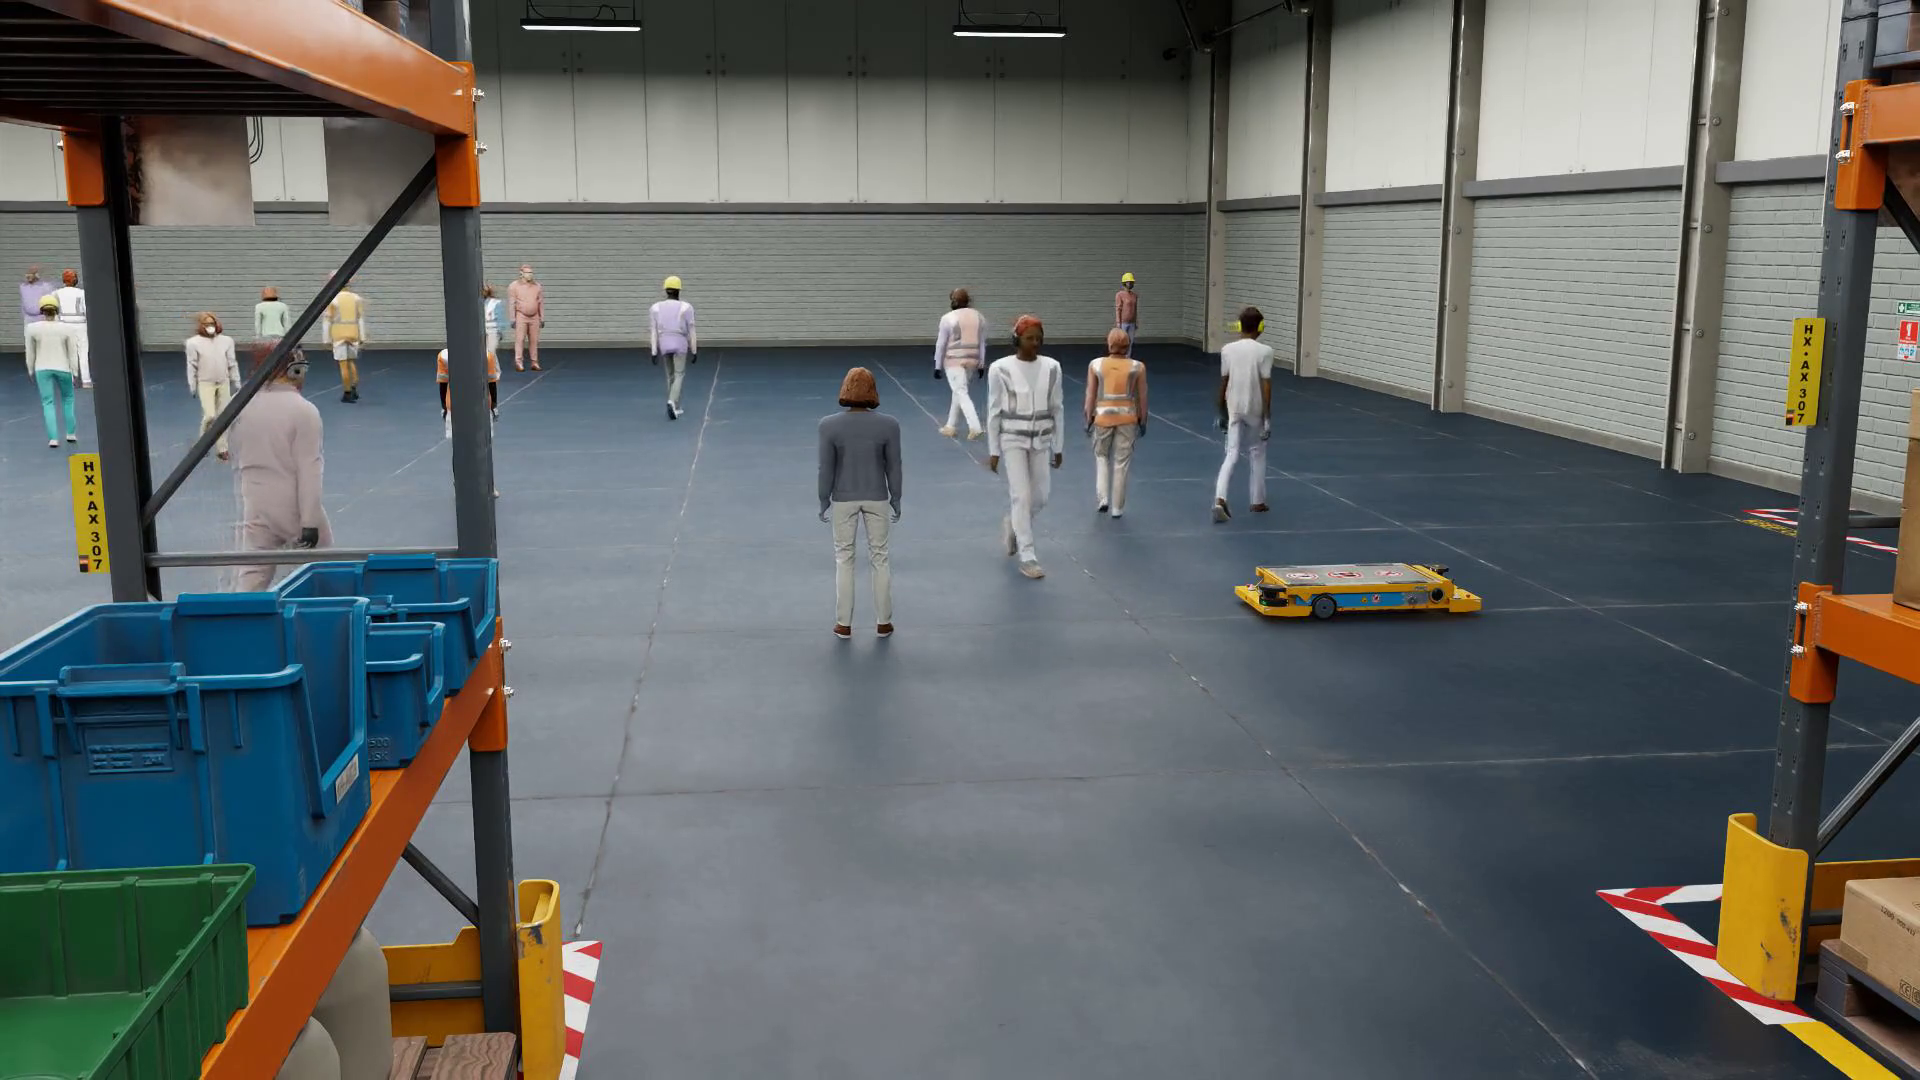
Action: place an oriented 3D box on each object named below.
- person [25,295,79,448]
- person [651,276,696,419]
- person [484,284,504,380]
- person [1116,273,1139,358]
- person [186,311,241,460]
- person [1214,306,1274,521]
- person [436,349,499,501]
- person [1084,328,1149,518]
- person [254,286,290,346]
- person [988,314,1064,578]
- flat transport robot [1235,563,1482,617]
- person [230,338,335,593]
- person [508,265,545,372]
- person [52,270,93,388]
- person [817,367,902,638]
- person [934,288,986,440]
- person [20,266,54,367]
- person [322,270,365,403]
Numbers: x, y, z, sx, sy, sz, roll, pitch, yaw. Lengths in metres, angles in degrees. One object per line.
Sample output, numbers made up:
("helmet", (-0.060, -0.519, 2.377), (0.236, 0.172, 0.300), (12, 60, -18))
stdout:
("person", (-10.475, -1.953, 19.220), (0.539, 1.738, 0.801), (-5, 12, -26))
("person", (-3.821, -2.561, 22.127), (0.598, 1.899, 0.885), (1, 10, 7))
("person", (-7.821, -3.419, 27.535), (0.546, 1.625, 0.375), (4, 11, 21))
("person", (2.966, -3.845, 29.497), (0.526, 1.772, 0.308), (-9, 14, -41))
("person", (-8.007, -1.650, 17.881), (0.362, 1.617, 0.507), (9, 14, 42))
("person", (2.421, -1.081, 14.230), (0.528, 1.825, 0.938), (6, 12, 29))
("person", (-4.483, -1.200, 15.196), (0.541, 1.695, 0.316), (-1, 10, -7))
("person", (1.350, -1.007, 14.314), (0.545, 1.621, 0.460), (2, 11, 10))
("person", (-11.114, -3.289, 26.857), (0.503, 1.613, 0.563), (-8, 13, -38))
("person", (0.455, -0.693, 11.974), (0.582, 1.862, 0.749), (-4, 11, -21))
("flat transport robot", (2.570, 0.315, 10.798), (1.431, 0.197, 0.652), (-1, 10, -7))
("person", (-3.731, -0.179, 9.179), (0.657, 1.862, 1.000), (4, 11, 23))
("person", (-7.758, -3.980, 29.877), (0.663, 1.899, 0.397), (-8, 13, -38))
("person", (-14.120, -3.352, 26.517), (0.602, 1.878, 0.362), (-1, 10, -3))
("person", (-0.600, -0.220, 9.997), (0.508, 1.632, 0.265), (-1, 10, -7))
("person", (0.017, -2.099, 19.852), (0.639, 1.803, 0.952), (-8, 13, -37))
("person", (-17.236, -4.189, 31.136), (0.657, 1.867, 0.969), (0, 10, 2))
("person", (-9.000, -2.952, 24.161), (0.541, 1.923, 0.581), (10, 14, 43))
